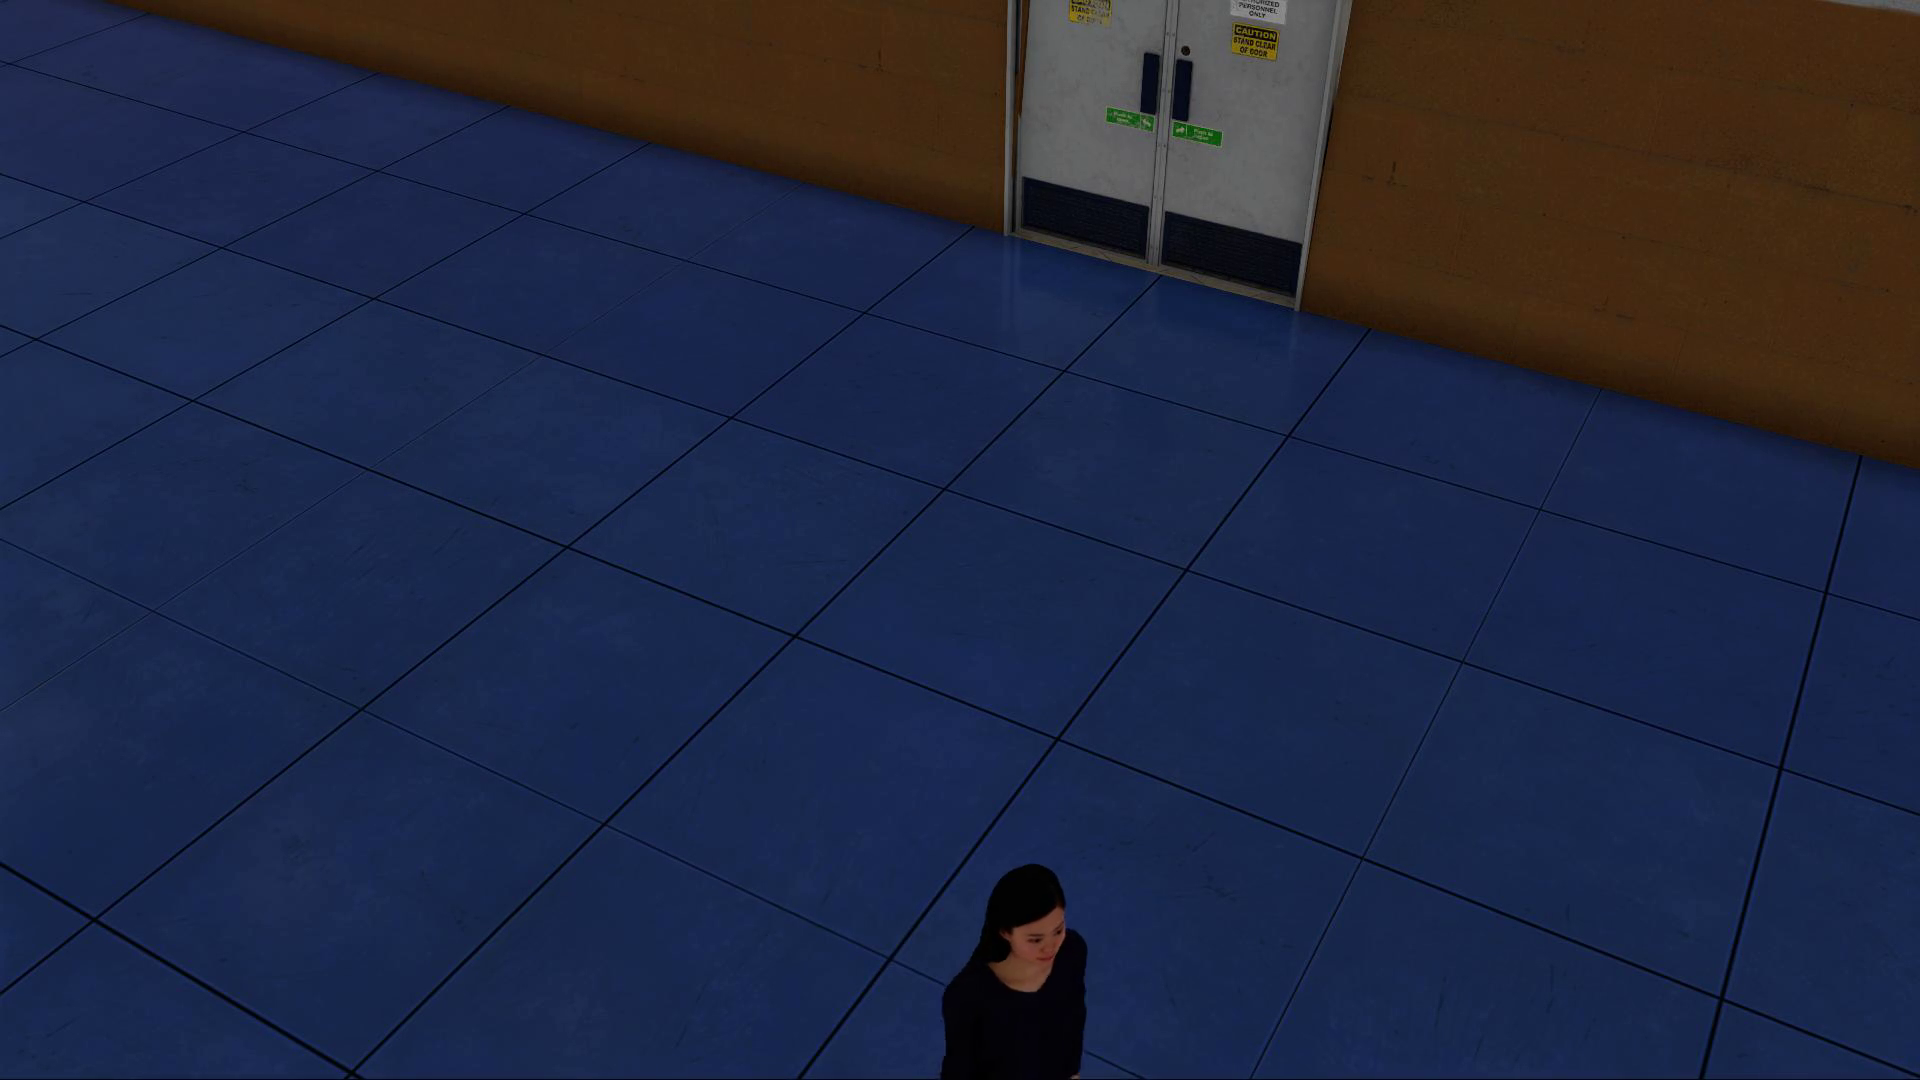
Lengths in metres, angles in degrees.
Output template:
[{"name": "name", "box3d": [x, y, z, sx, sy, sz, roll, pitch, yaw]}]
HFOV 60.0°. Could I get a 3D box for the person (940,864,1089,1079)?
[{"name": "person", "box3d": [0.101, 1.490, 4.669, 0.836, 1.726, 0.868, -20, 41, -24]}]
